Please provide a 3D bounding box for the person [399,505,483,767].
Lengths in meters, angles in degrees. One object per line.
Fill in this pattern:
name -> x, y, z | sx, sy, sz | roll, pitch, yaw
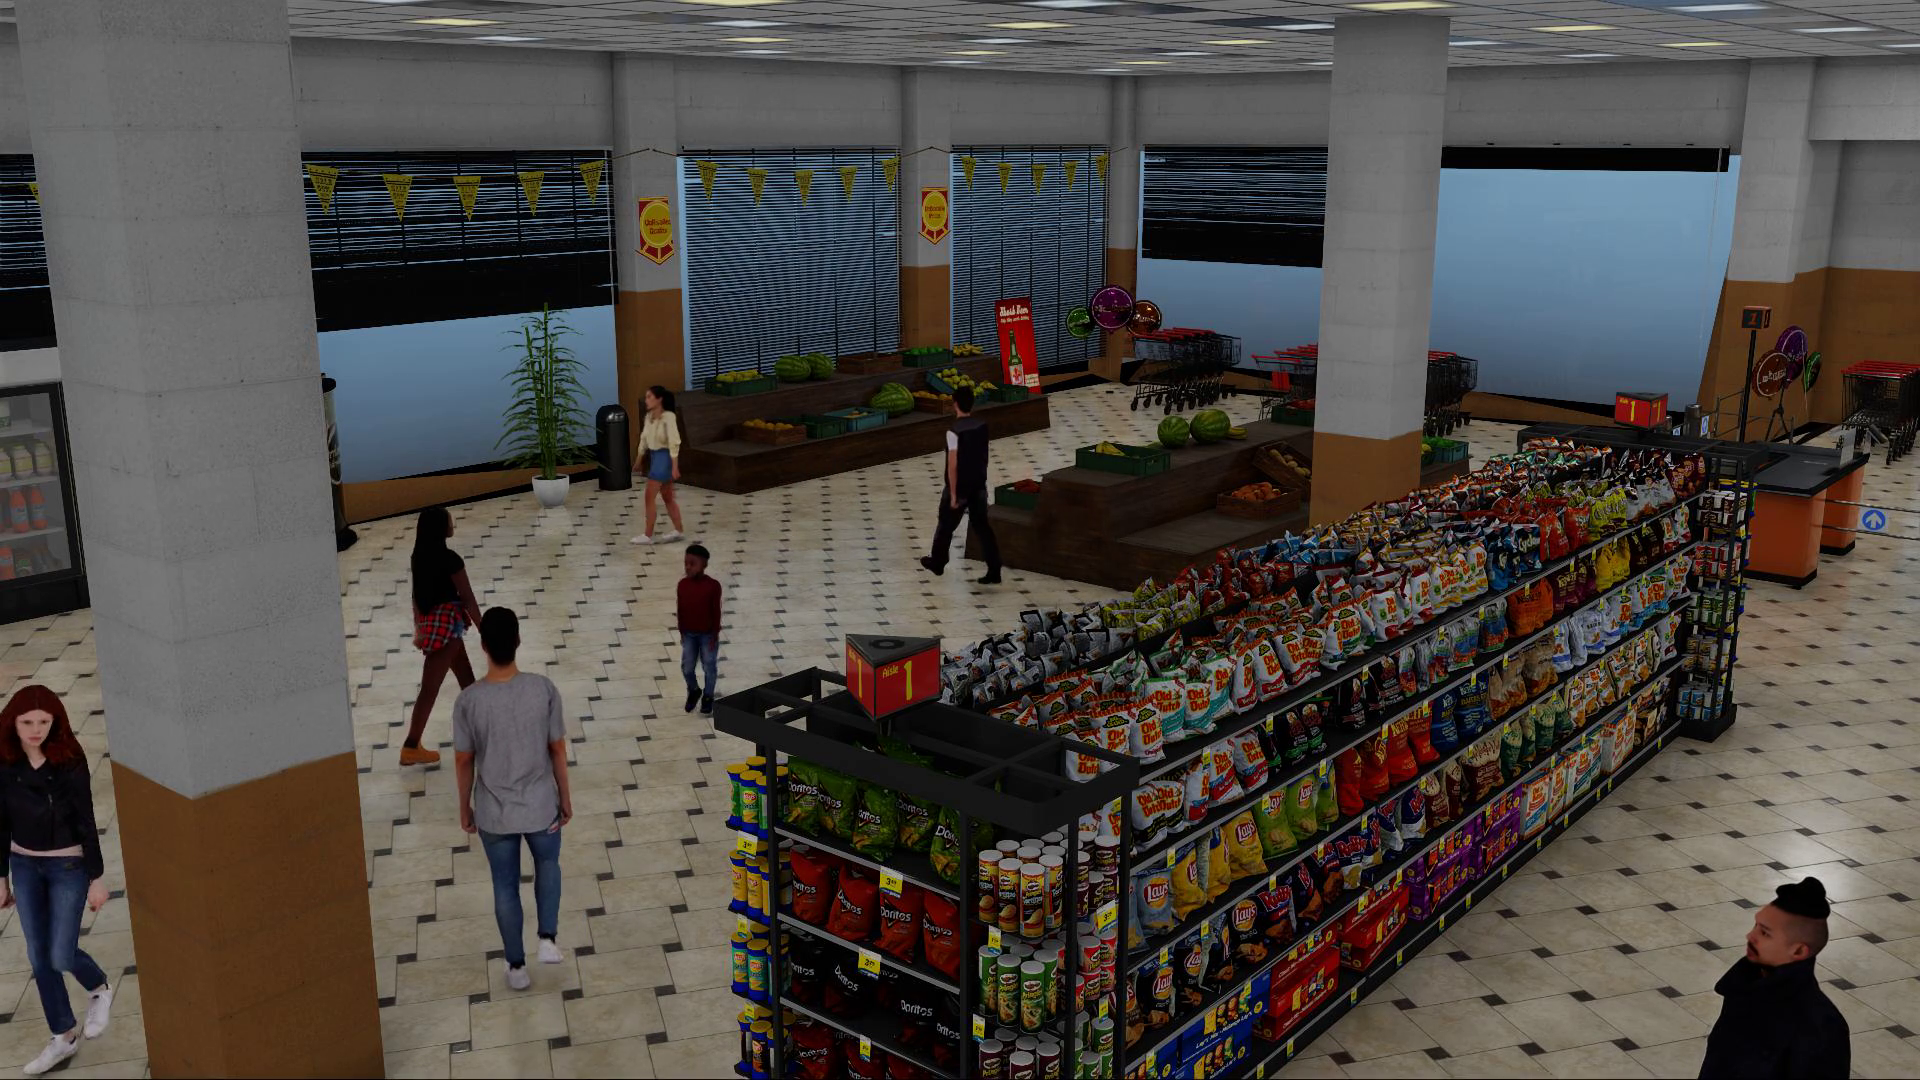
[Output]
person -> -3.434, 0.667, 10.830 | 0.593, 1.669, 1.172 | 11, 17, 38

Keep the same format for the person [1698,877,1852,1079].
person -> 2.516, 1.926, 5.238 | 0.937, 1.860, 0.863 | 0, 14, -1

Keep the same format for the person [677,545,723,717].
person -> -1.830, 0.629, 11.887 | 0.589, 1.245, 0.630 | 3, 14, 12

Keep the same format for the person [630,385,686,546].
person -> -2.950, -0.760, 16.851 | 0.948, 1.606, 0.774 | -9, 16, -33

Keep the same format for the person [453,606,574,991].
person -> -2.100, 1.272, 7.906 | 0.794, 1.873, 0.883 | -5, 14, -19

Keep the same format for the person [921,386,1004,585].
person -> 0.137, -0.440, 15.126 | 1.208, 1.796, 0.875 | -11, 18, -39

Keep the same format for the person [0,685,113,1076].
person -> -3.935, 1.462, 7.332 | 0.807, 1.774, 0.867 | 2, 14, 7
